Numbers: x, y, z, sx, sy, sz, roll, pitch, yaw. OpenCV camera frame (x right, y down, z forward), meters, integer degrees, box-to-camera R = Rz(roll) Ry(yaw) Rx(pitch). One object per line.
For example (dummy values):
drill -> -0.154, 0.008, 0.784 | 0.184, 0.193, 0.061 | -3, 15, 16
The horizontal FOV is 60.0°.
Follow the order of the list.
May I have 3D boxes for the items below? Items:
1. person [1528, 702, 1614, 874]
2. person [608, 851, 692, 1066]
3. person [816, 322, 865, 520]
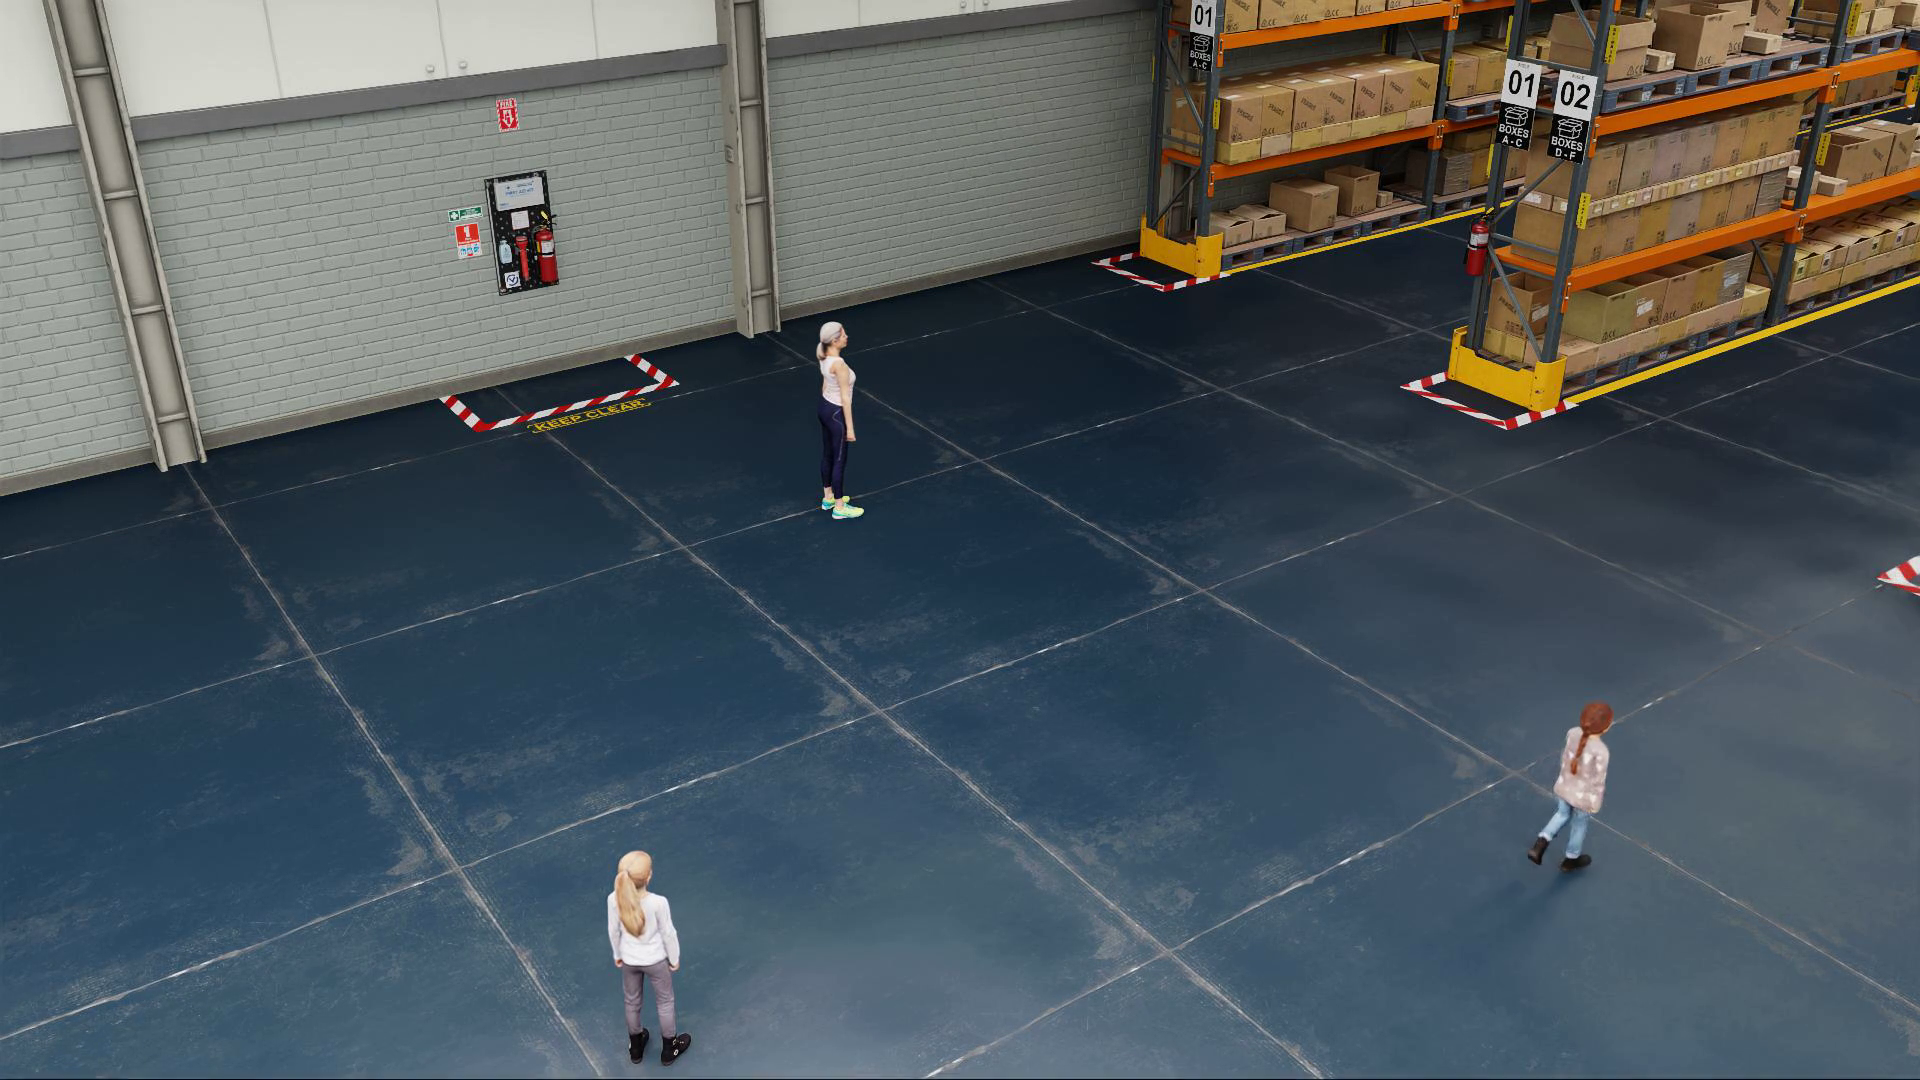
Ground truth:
person -> 3.559, 1.453, 9.673 | 0.701, 1.190, 0.535 | -13, 30, -24
person -> -1.584, 2.091, 8.338 | 0.579, 1.279, 0.640 | 4, 28, 9
person -> -1.050, -1.014, 13.905 | 0.561, 1.703, 0.616 | -14, 30, -25
